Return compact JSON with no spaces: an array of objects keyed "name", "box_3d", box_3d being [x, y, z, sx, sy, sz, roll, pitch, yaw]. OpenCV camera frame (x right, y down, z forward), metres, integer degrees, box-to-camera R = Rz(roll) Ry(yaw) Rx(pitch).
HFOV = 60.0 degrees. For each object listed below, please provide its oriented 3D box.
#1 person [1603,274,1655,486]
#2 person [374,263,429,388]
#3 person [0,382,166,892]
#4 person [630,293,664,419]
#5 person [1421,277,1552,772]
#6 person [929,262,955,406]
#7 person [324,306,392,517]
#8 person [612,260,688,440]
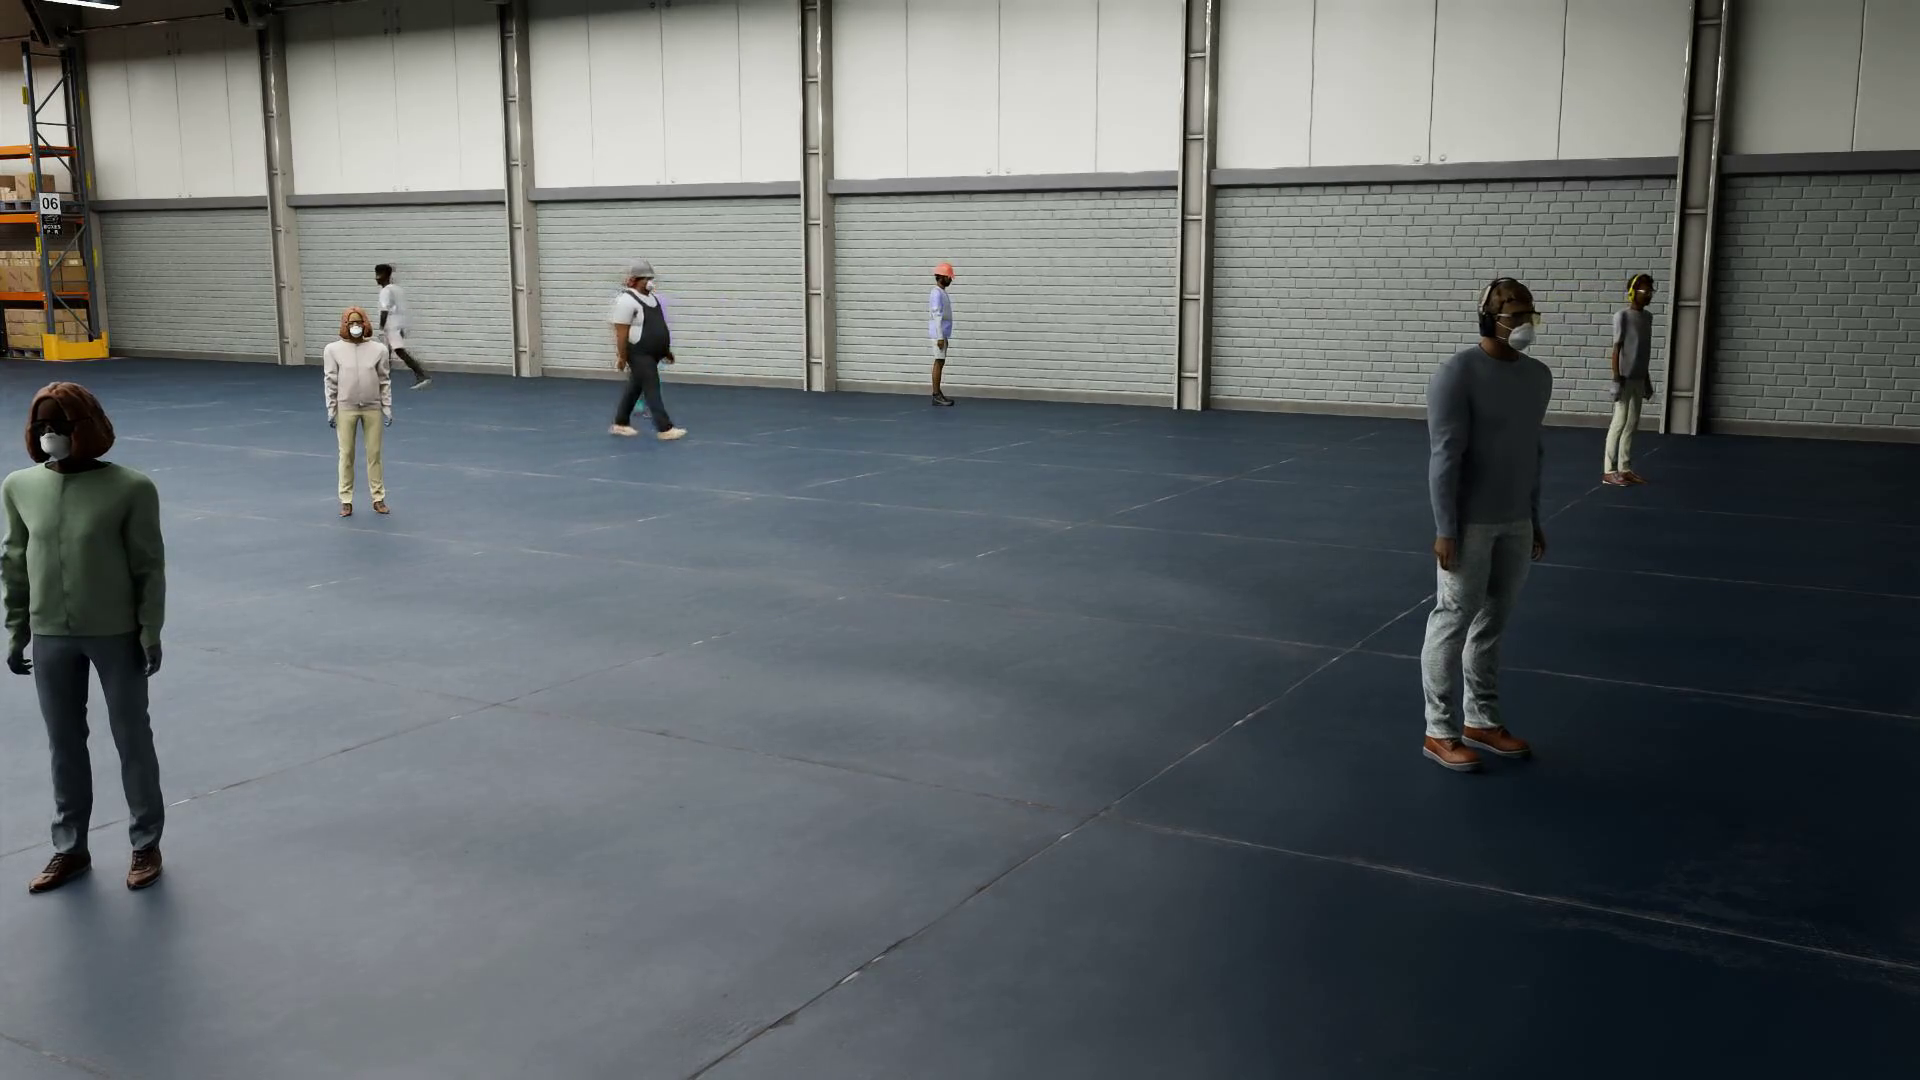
[{"name":"person","box_3d":[5.955,-1.414,14.736,0.532,1.865,0.311,-7,12,-35]},{"name":"person","box_3d":[-8.644,-3.264,25.430,1.009,1.922,0.625,-1,10,-5]},{"name":"person","box_3d":[-2.789,0.311,5.310,0.500,1.633,0.281,-1,10,-4]},{"name":"person","box_3d":[-4.003,-2.418,20.715,0.762,1.820,0.597,4,10,22]},{"name":"person","box_3d":[2.106,-0.066,6.622,0.629,1.940,0.379,-6,11,-31]},{"name":"person","box_3d":[-0.239,-2.780,22.527,0.359,1.936,0.544,1,10,3]},{"name":"person","box_3d":[-4.696,-1.004,13.008,0.497,1.633,0.285,-5,11,-27]},{"name":"person","box_3d":[-3.511,-2.142,18.480,1.039,2.000,0.686,3,10,15]}]
